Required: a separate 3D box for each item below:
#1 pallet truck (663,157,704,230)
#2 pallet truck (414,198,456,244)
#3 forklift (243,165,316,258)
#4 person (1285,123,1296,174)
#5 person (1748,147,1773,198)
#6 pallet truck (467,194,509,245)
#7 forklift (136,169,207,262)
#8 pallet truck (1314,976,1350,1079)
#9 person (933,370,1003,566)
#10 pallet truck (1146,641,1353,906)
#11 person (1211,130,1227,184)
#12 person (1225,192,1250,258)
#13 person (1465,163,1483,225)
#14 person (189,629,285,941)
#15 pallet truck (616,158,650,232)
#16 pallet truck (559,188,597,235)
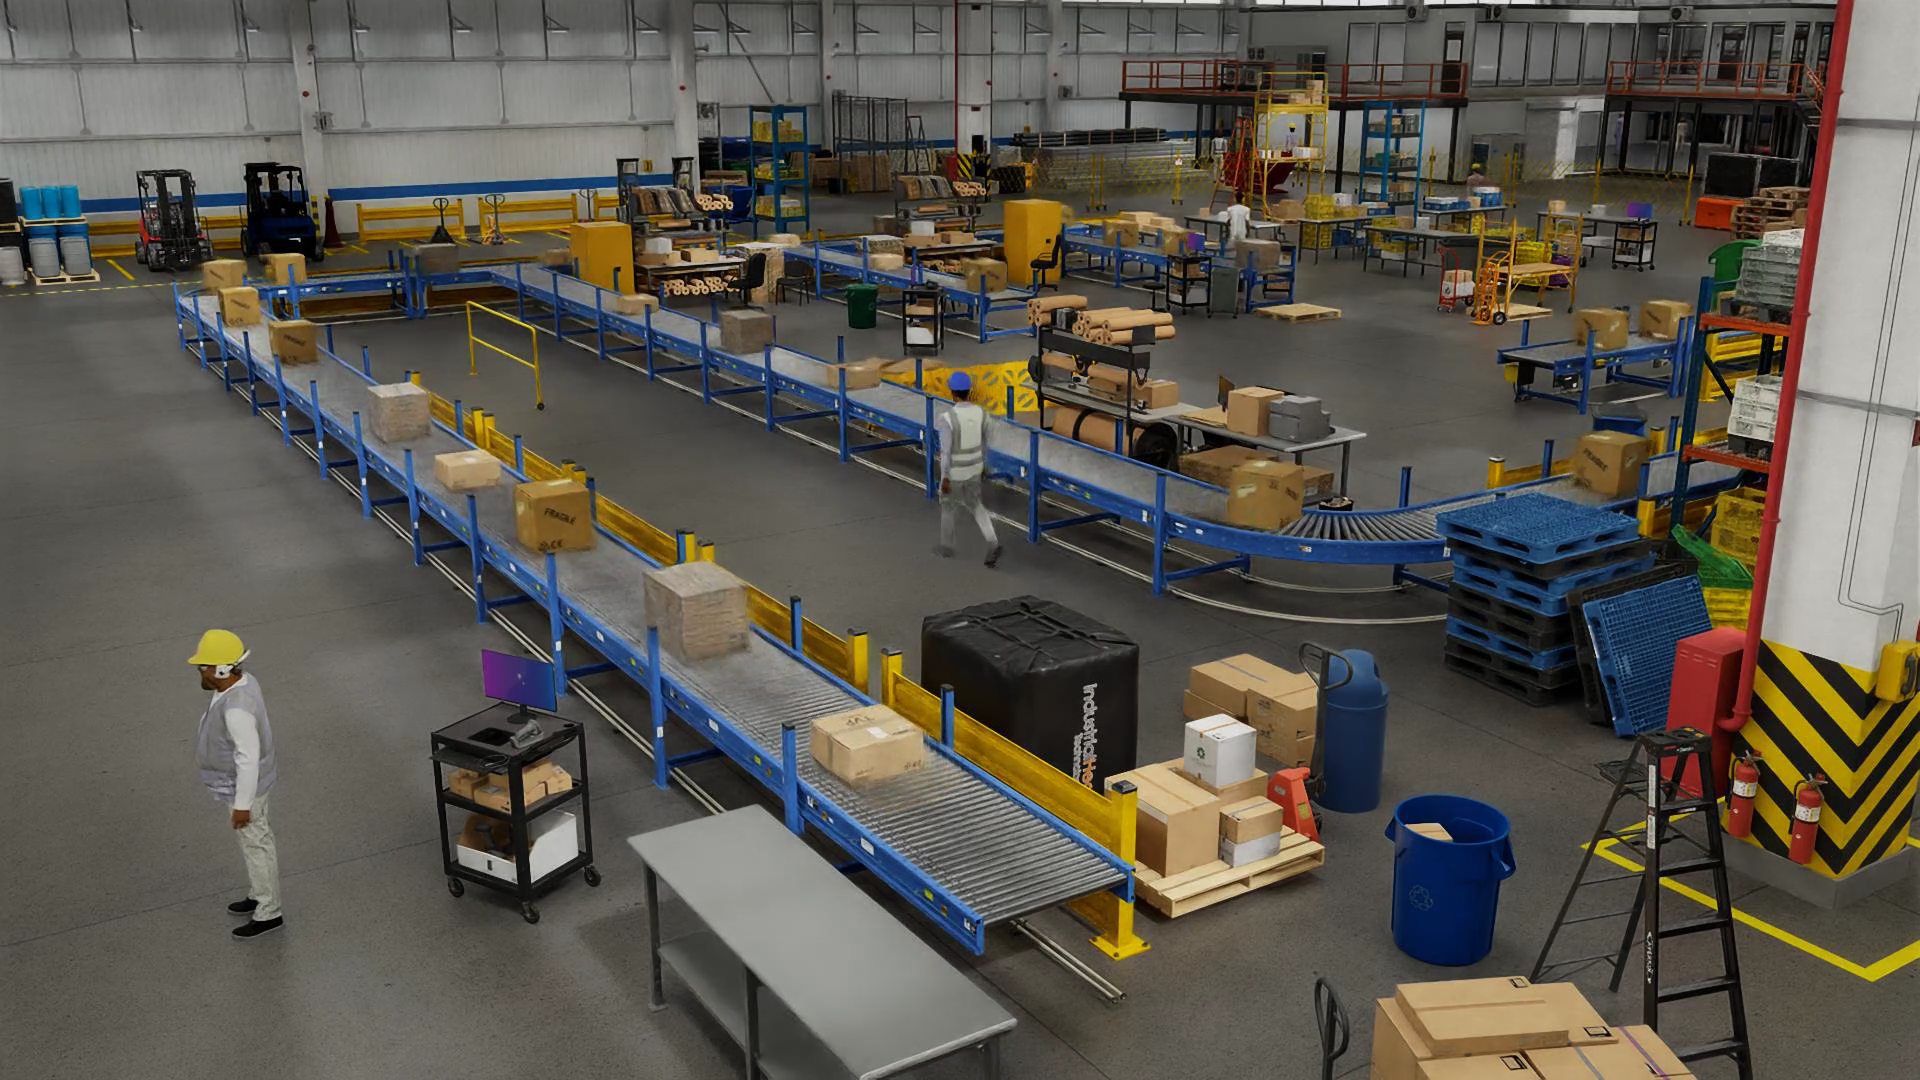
[{"bbox_3d":[-7.586,-9.308,44.692,0.823,1.965,1.885,-11,20,-33],"label":"pallet truck"},{"bbox_3d":[-13.250,-8.060,41.856,0.680,1.201,1.601,-10,20,-31],"label":"pallet truck"},{"bbox_3d":[-15.898,-7.669,38.708,1.157,1.987,2.680,-11,20,-33],"label":"forklift"},{"bbox_3d":[12.671,-15.017,63.809,0.370,1.928,0.585,5,17,16],"label":"person"},{"bbox_3d":[24.094,-10.879,50.086,0.863,1.912,0.554,15,22,40],"label":"person"},{"bbox_3d":[-11.983,-8.177,42.137,0.704,1.261,1.522,-11,20,-33],"label":"pallet truck"},{"bbox_3d":[-17.842,-7.318,37.559,1.157,1.987,2.680,-10,20,-31],"label":"forklift"},{"bbox_3d":[2.299,2.390,7.086,1.601,1.201,0.680,-2,17,-7],"label":"pallet truck"},{"bbox_3d":[0.075,-0.692,16.171,0.619,1.917,0.872,-13,21,-36],"label":"person"},{"bbox_3d":[1.664,1.407,10.232,1.630,1.274,0.653,-10,20,-31],"label":"pallet truck"},{"bbox_3d":[9.297,-13.732,59.614,0.576,1.882,0.355,6,18,20],"label":"person"},{"bbox_3d":[5.963,-6.524,35.720,0.582,1.842,0.514,4,17,14],"label":"person"},{"bbox_3d":[14.031,-9.424,45.500,0.530,1.754,0.372,-6,18,-19],"label":"person"},{"bbox_3d":[-4.090,1.372,9.433,0.403,1.835,0.586,-7,18,-22],"label":"person"},{"bbox_3d":[-8.918,-9.176,44.255,0.823,1.965,1.885,-9,19,-27],"label":"pallet truck"},{"bbox_3d":[-10.010,-8.652,43.699,0.653,1.274,1.630,-10,20,-31],"label":"pallet truck"}]
